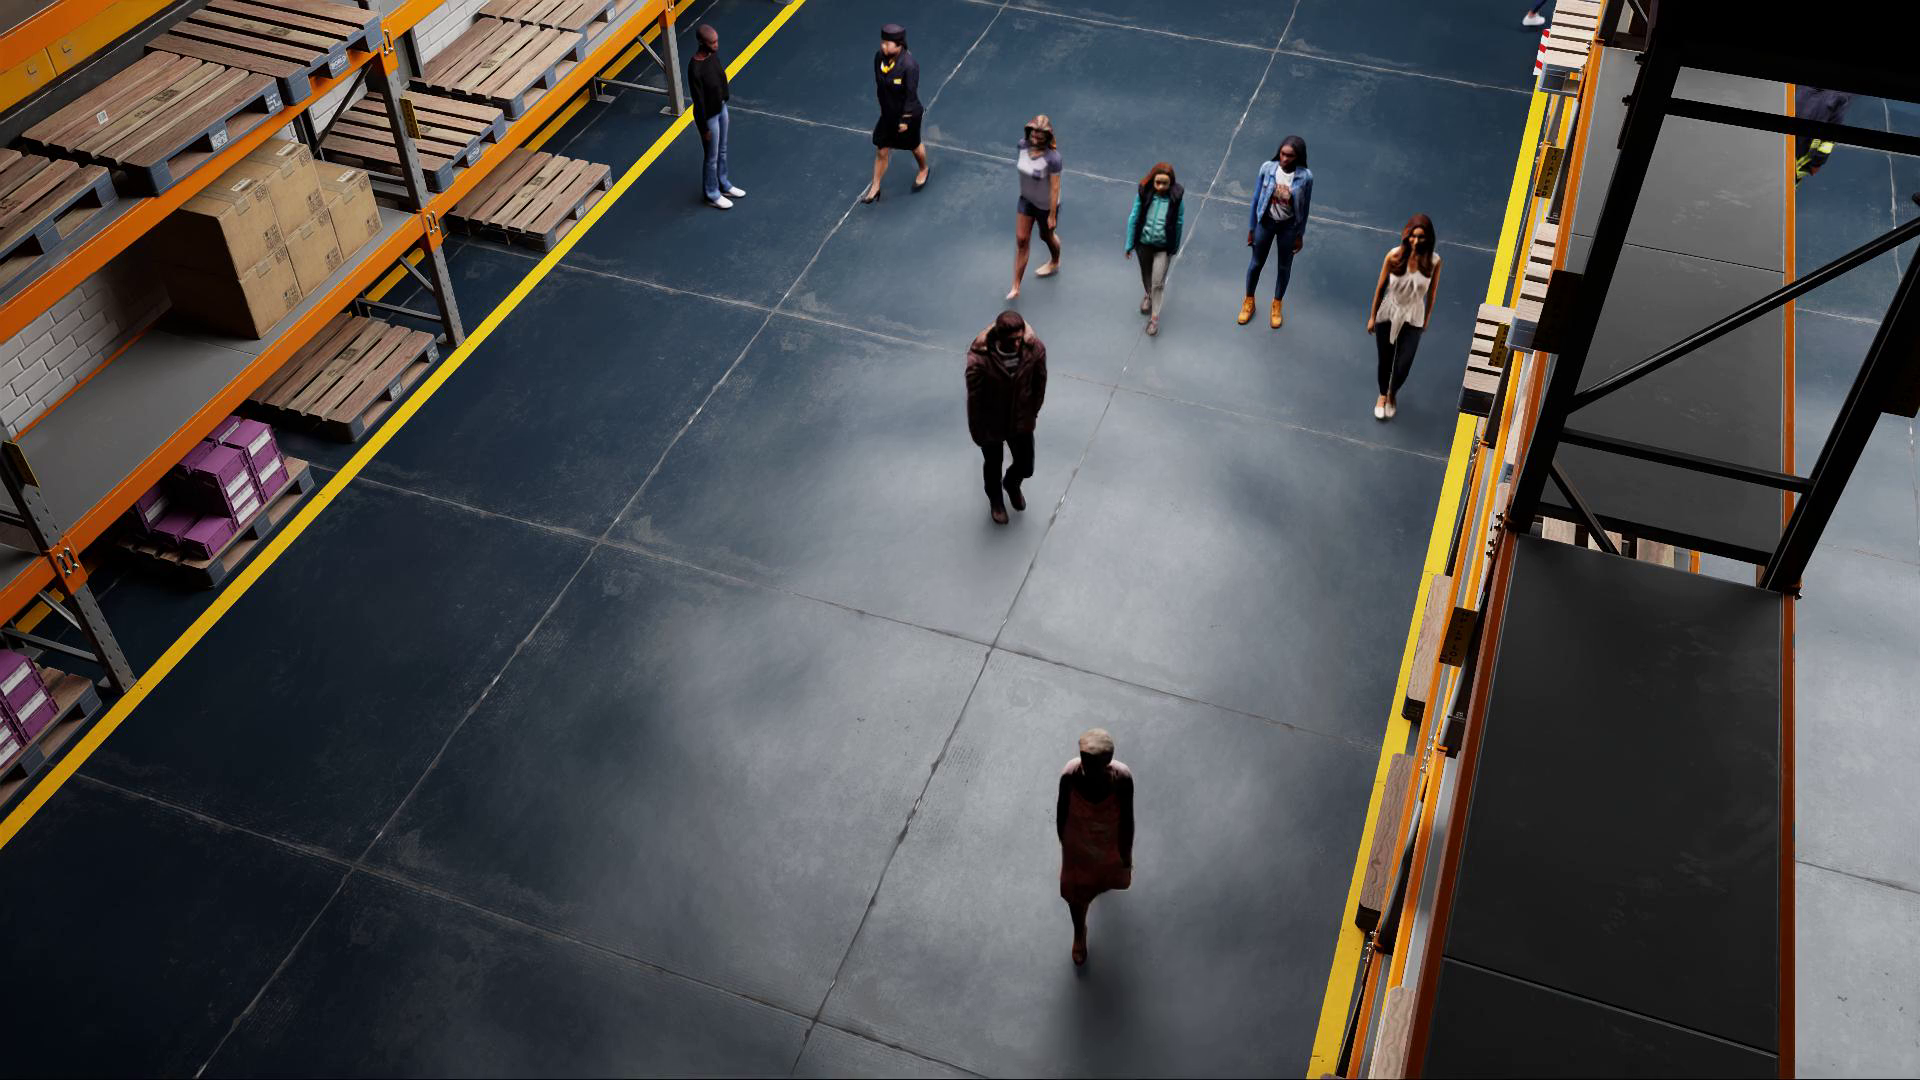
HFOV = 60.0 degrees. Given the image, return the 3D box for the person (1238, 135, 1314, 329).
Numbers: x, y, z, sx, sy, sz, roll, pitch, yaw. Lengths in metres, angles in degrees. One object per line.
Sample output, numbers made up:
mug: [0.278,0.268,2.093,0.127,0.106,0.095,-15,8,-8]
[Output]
person: [2.554,-2.501,13.394,0.618,1.713,0.536,11,45,11]

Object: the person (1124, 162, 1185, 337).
person: [1.587,-2.461,13.530,0.615,1.467,0.896,12,45,12]

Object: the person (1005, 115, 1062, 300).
person: [0.685,-2.824,13.764,1.101,1.670,0.838,-34,53,-30]

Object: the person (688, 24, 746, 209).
person: [-2.209,-3.750,14.682,0.659,1.744,0.489,12,45,13]

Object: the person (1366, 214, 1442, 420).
person: [3.317,-1.705,12.513,0.594,1.774,0.573,12,45,12]

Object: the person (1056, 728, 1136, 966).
person: [0.754,1.573,9.148,0.783,1.670,1.051,3,44,3]

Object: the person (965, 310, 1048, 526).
person: [0.282,-0.916,11.644,0.875,1.831,0.896,-10,44,-10]

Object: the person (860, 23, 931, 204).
person: [-0.473,-3.800,14.818,0.923,1.630,1.154,30,51,28]
